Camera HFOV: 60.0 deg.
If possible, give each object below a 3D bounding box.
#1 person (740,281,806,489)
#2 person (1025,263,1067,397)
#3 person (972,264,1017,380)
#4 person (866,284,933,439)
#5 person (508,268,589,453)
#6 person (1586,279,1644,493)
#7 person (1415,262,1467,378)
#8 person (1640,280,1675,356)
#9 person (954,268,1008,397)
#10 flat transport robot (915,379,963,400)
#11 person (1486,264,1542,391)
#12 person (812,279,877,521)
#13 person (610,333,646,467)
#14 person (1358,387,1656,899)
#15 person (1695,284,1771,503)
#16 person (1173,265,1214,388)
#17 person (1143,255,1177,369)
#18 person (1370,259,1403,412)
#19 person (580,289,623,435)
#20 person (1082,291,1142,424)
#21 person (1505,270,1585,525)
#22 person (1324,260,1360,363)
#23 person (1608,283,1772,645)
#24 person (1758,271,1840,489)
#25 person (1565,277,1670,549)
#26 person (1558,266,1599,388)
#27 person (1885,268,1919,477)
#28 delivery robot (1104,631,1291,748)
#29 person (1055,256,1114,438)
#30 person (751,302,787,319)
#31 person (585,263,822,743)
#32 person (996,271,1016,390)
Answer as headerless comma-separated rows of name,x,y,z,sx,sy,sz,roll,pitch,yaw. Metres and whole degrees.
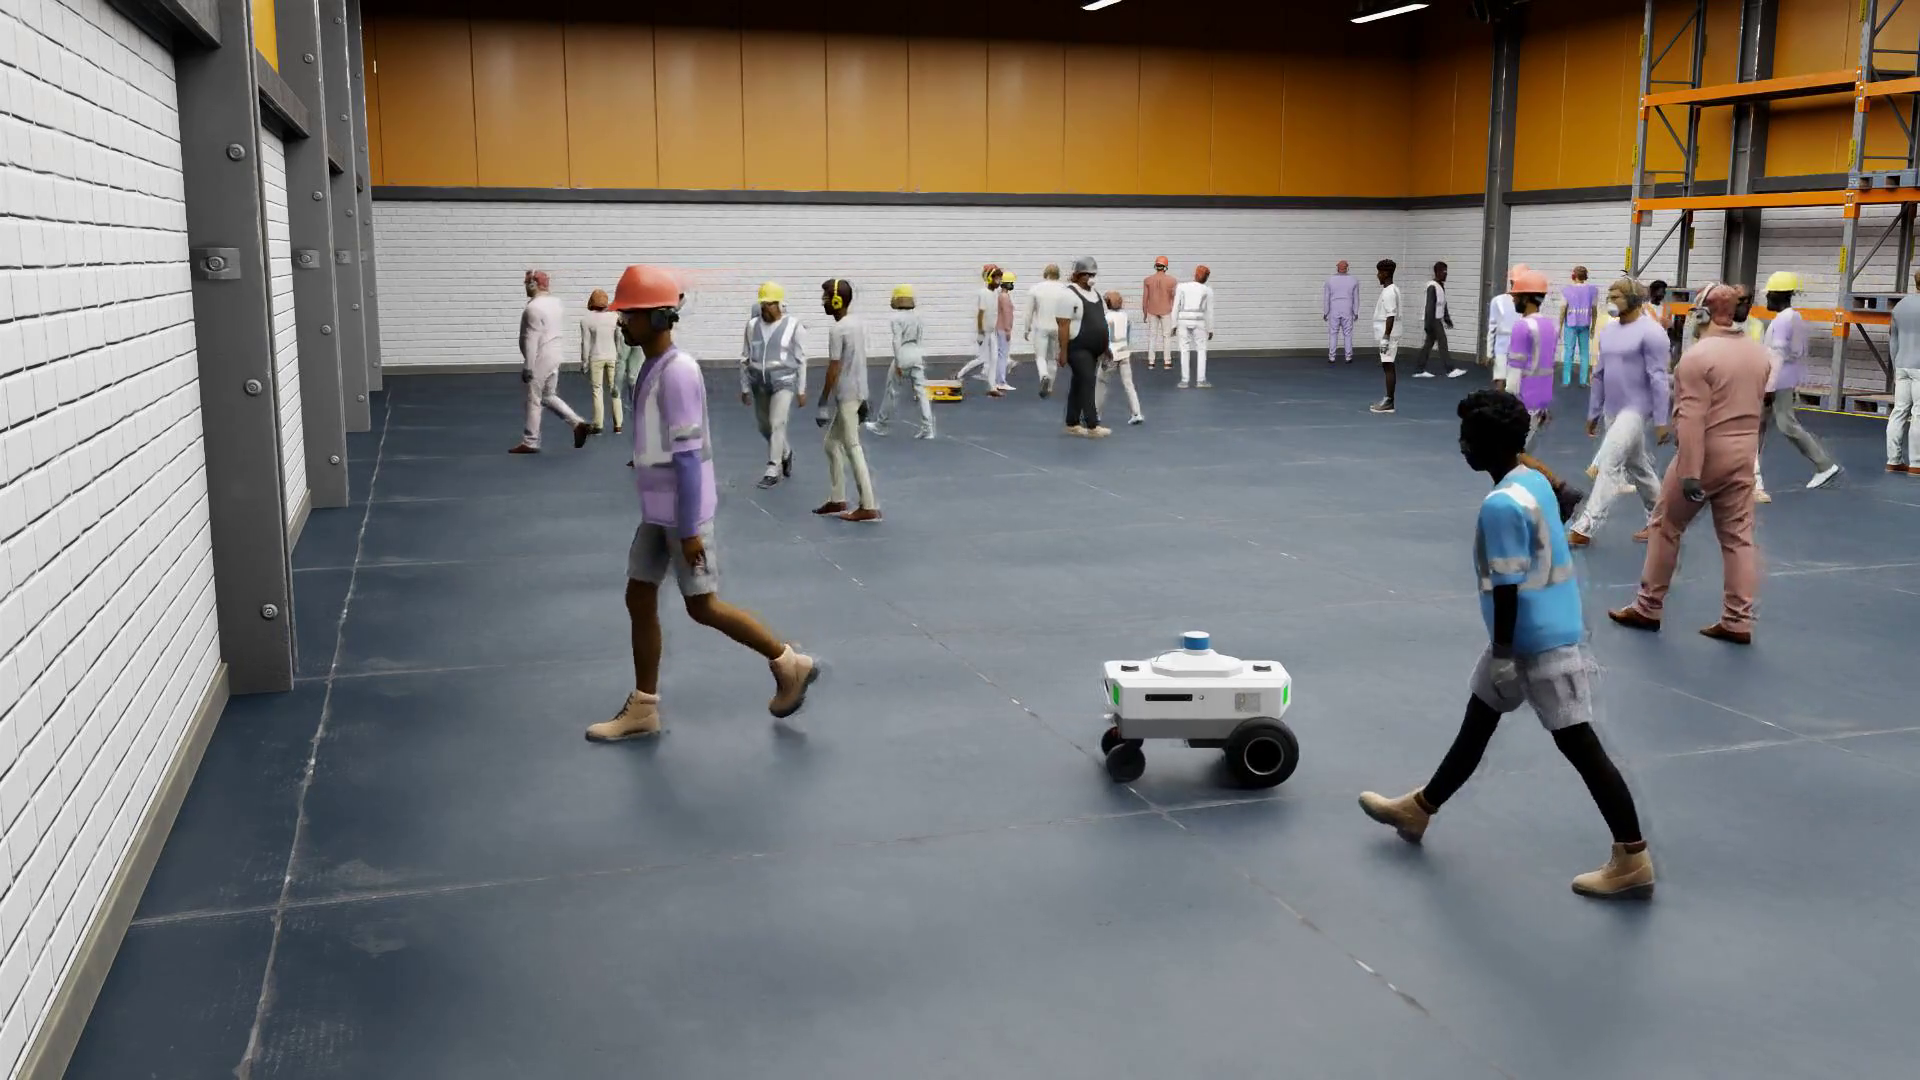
person,-1.633,-1.384,14.701,0.598,1.803,0.810,3,10,19
person,1.259,-2.919,23.296,0.675,1.906,0.856,-1,10,-5
person,0.547,-3.501,26.753,0.614,1.871,0.601,2,10,10
person,-0.633,-1.973,18.422,0.909,1.693,0.492,9,14,44
person,-4.232,-1.813,16.927,0.738,1.888,0.667,2,10,9
person,5.638,-1.314,14.233,0.436,1.829,0.658,2,10,14
person,7.908,-3.583,27.196,0.912,1.884,0.604,5,11,25
person,9.005,-2.504,21.473,0.554,1.681,0.568,-3,10,-15
person,0.304,-2.953,23.691,0.753,1.840,0.550,5,11,28
flat transport robot,-0.311,-2.110,23.316,0.652,0.197,1.431,0,10,-2
person,6.031,-2.021,18.043,0.572,1.910,0.783,2,10,12
person,-0.940,-1.055,12.664,0.717,1.841,0.550,3,10,15
person,-3.058,-1.444,15.567,0.602,1.613,0.517,5,11,26
person,1.824,0.313,5.430,1.015,1.599,0.543,5,11,26
person,6.412,-1.241,13.919,0.624,1.790,0.981,-2,10,-10
person,3.522,-3.210,25.115,0.643,1.855,0.464,2,10,13
person,3.532,-4.009,29.322,0.622,1.992,0.397,3,10,16
person,5.486,-2.614,21.364,0.373,1.955,0.607,3,10,19
person,-4.025,-1.997,18.721,0.497,1.634,0.278,-6,11,-31
person,1.862,-2.179,19.900,0.539,1.594,0.873,-8,13,-38
person,4.263,-1.026,12.273,0.728,1.920,0.547,8,13,40
person,7.065,-4.225,30.833,0.646,1.907,0.401,2,10,11
person,3.925,-0.415,8.871,0.651,1.872,0.863,-4,11,-24
person,7.200,-1.393,14.486,0.943,1.893,0.591,5,11,28
person,4.600,-0.874,11.531,1.054,1.883,0.635,-2,10,-12
person,9.312,-3.201,25.088,0.564,1.842,0.388,0,10,1
person,8.769,-1.542,15.205,0.371,1.940,0.630,-2,10,-12
delivery robot,0.920,0.603,6.518,0.707,0.478,0.477,0,10,0
person,1.481,-2.153,18.448,0.867,2.000,0.687,7,12,34
person,-2.664,-2.773,23.268,0.536,1.604,0.717,-1,10,-7
person,-1.089,-0.148,6.976,0.937,2.012,0.617,-4,11,-22
person,0.687,-3.117,24.821,0.313,1.767,0.533,-1,10,-7
